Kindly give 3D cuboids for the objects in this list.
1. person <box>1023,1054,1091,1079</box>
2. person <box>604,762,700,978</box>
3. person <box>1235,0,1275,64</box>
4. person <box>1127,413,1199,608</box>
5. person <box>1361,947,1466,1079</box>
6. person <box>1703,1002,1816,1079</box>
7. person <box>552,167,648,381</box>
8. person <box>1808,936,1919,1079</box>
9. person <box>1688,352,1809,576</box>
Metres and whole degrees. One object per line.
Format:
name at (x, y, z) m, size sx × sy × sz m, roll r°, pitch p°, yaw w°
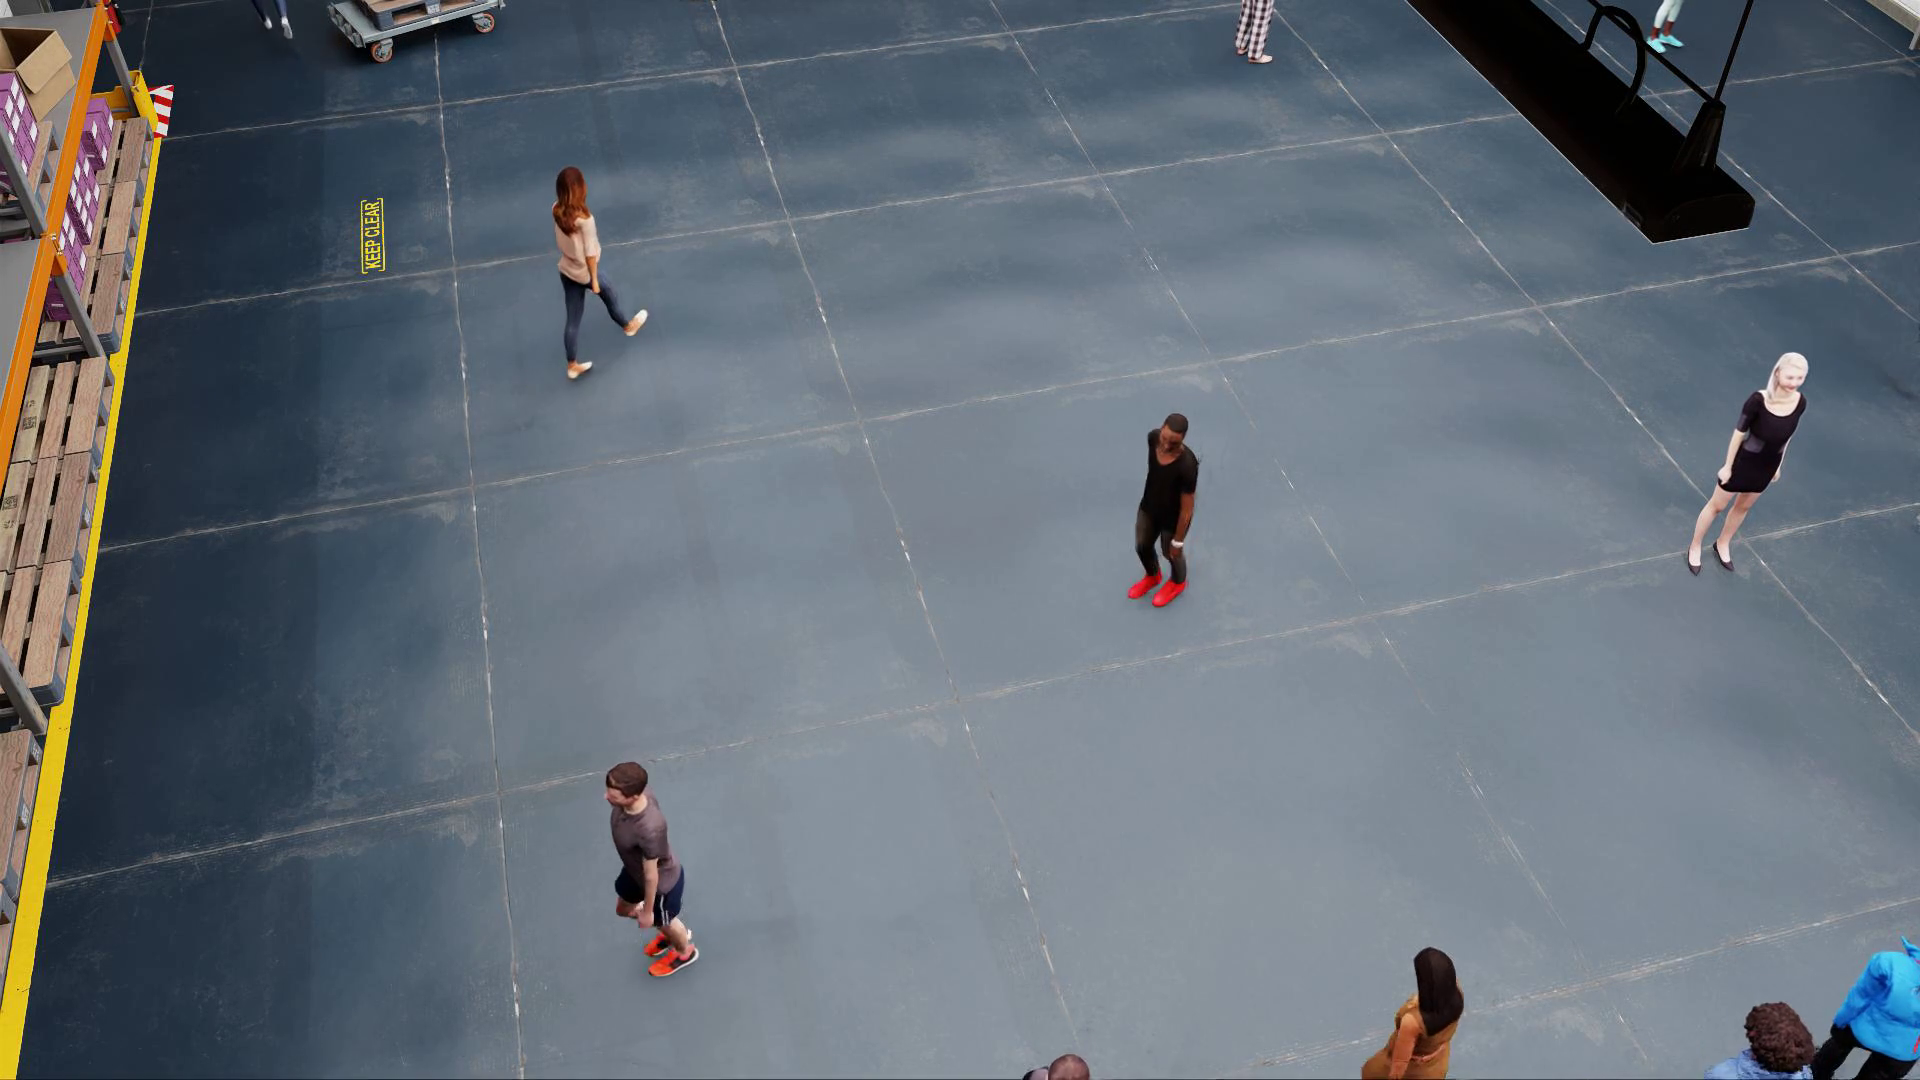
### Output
person at (0.556, 2.854, 7.851) m, size 0.830 × 1.822 × 0.890 m, roll 22°, pitch 48°, yaw 21°
person at (-1.574, 1.773, 8.974) m, size 0.769 × 1.838 × 0.637 m, roll -20°, pitch 47°, yaw -20°
person at (3.063, -5.765, 16.881) m, size 0.717 × 1.847 × 0.523 m, roll -18°, pitch 46°, yaw -18°
person at (1.428, -0.229, 11.124) m, size 0.854 × 1.772 × 0.769 m, roll -20°, pitch 47°, yaw -20°
person at (2.311, 2.634, 8.207) m, size 0.801 × 1.651 × 1.069 m, roll -30°, pitch 51°, yaw -28°
person at (3.656, 2.883, 7.860) m, size 0.763 × 1.769 × 1.179 m, roll -5°, pitch 44°, yaw -5°
person at (-3.025, -2.040, 13.045) m, size 1.112 × 1.743 × 1.146 m, roll 24°, pitch 49°, yaw 23°
person at (4.540, 2.538, 8.218) m, size 0.957 × 1.774 × 0.987 m, roll 28°, pitch 50°, yaw 27°
person at (5.411, -0.518, 11.385) m, size 0.606 × 1.829 × 0.544 m, roll -4°, pitch 44°, yaw -4°
